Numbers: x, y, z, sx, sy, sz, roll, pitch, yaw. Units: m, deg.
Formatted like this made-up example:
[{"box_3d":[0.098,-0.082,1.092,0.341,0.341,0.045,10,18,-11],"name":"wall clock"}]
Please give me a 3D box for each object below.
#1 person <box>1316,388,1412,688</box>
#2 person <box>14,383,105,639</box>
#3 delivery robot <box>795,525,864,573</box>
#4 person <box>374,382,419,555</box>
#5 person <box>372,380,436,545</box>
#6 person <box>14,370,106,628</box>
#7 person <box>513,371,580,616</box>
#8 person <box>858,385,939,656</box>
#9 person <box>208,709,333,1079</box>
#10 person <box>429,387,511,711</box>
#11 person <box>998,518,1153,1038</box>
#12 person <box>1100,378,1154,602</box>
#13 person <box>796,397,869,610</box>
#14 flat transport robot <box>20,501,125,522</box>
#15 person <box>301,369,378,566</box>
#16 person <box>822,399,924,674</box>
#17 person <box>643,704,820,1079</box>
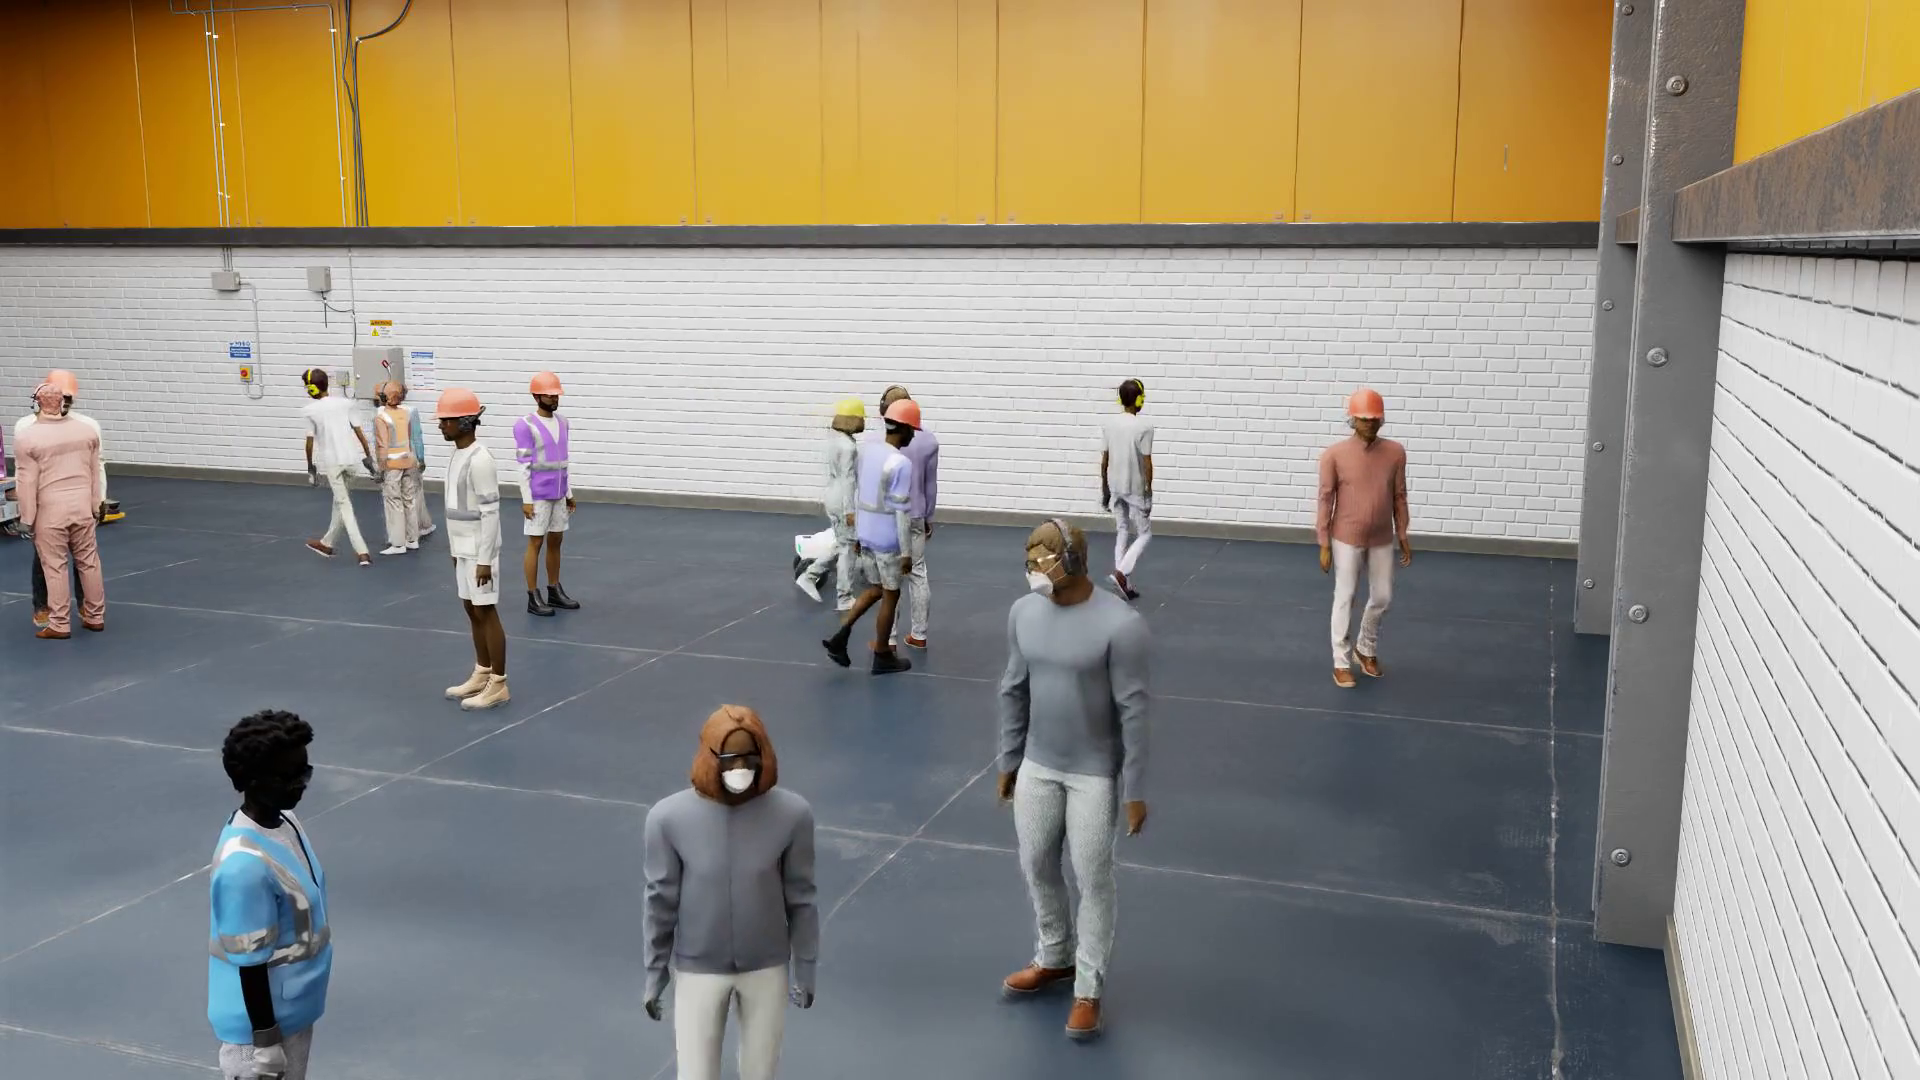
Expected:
[{"box_3d":[2.692,-0.025,11.108,0.650,1.992,0.453,-2,10,-11],"name":"person"},{"box_3d":[-6.725,-0.215,12.407,0.404,1.911,0.636,6,12,29],"name":"person"},{"box_3d":[-1.057,0.074,14.325,0.707,0.478,0.477,-1,10,-8],"name":"delivery robot"},{"box_3d":[-5.356,-0.676,15.758,0.311,1.639,0.521,3,10,14],"name":"person"},{"box_3d":[-5.496,-0.780,16.449,0.570,1.590,0.802,1,10,7],"name":"person"},{"box_3d":[-6.914,-0.324,12.821,0.618,1.979,0.419,-8,13,-37],"name":"person"},{"box_3d":[-3.268,-0.375,13.219,0.364,1.939,0.542,6,12,30],"name":"person"},{"box_3d":[-0.449,-0.133,11.857,0.627,1.940,0.373,-6,12,-32],"name":"person"},{"box_3d":[-1.872,1.286,4.545,0.318,1.694,0.540,-3,10,-15],"name":"person"},{"box_3d":[-3.100,0.056,10.497,0.395,2.042,0.611,-6,12,-31],"name":"person"},{"box_3d":[0.423,0.875,6.255,0.684,1.916,0.500,8,13,37],"name":"person"},{"box_3d":[1.340,-0.387,13.541,0.514,1.857,0.531,7,12,35],"name":"person"},{"box_3d":[-0.984,-0.287,13.328,0.533,1.720,0.524,-3,10,-15],"name":"person"},{"box_3d":[-9.632,-0.307,17.531,1.431,0.197,0.652,3,11,17],"name":"flat transport robot"},{"box_3d":[-5.730,-0.675,15.310,0.966,1.797,0.587,8,13,39],"name":"person"},{"box_3d":[-0.543,0.001,11.212,0.633,1.898,0.605,-7,12,-34],"name":"person"},{"box_3d":[-0.672,1.257,4.899,0.524,1.619,0.413,-3,10,-15],"name":"person"}]
